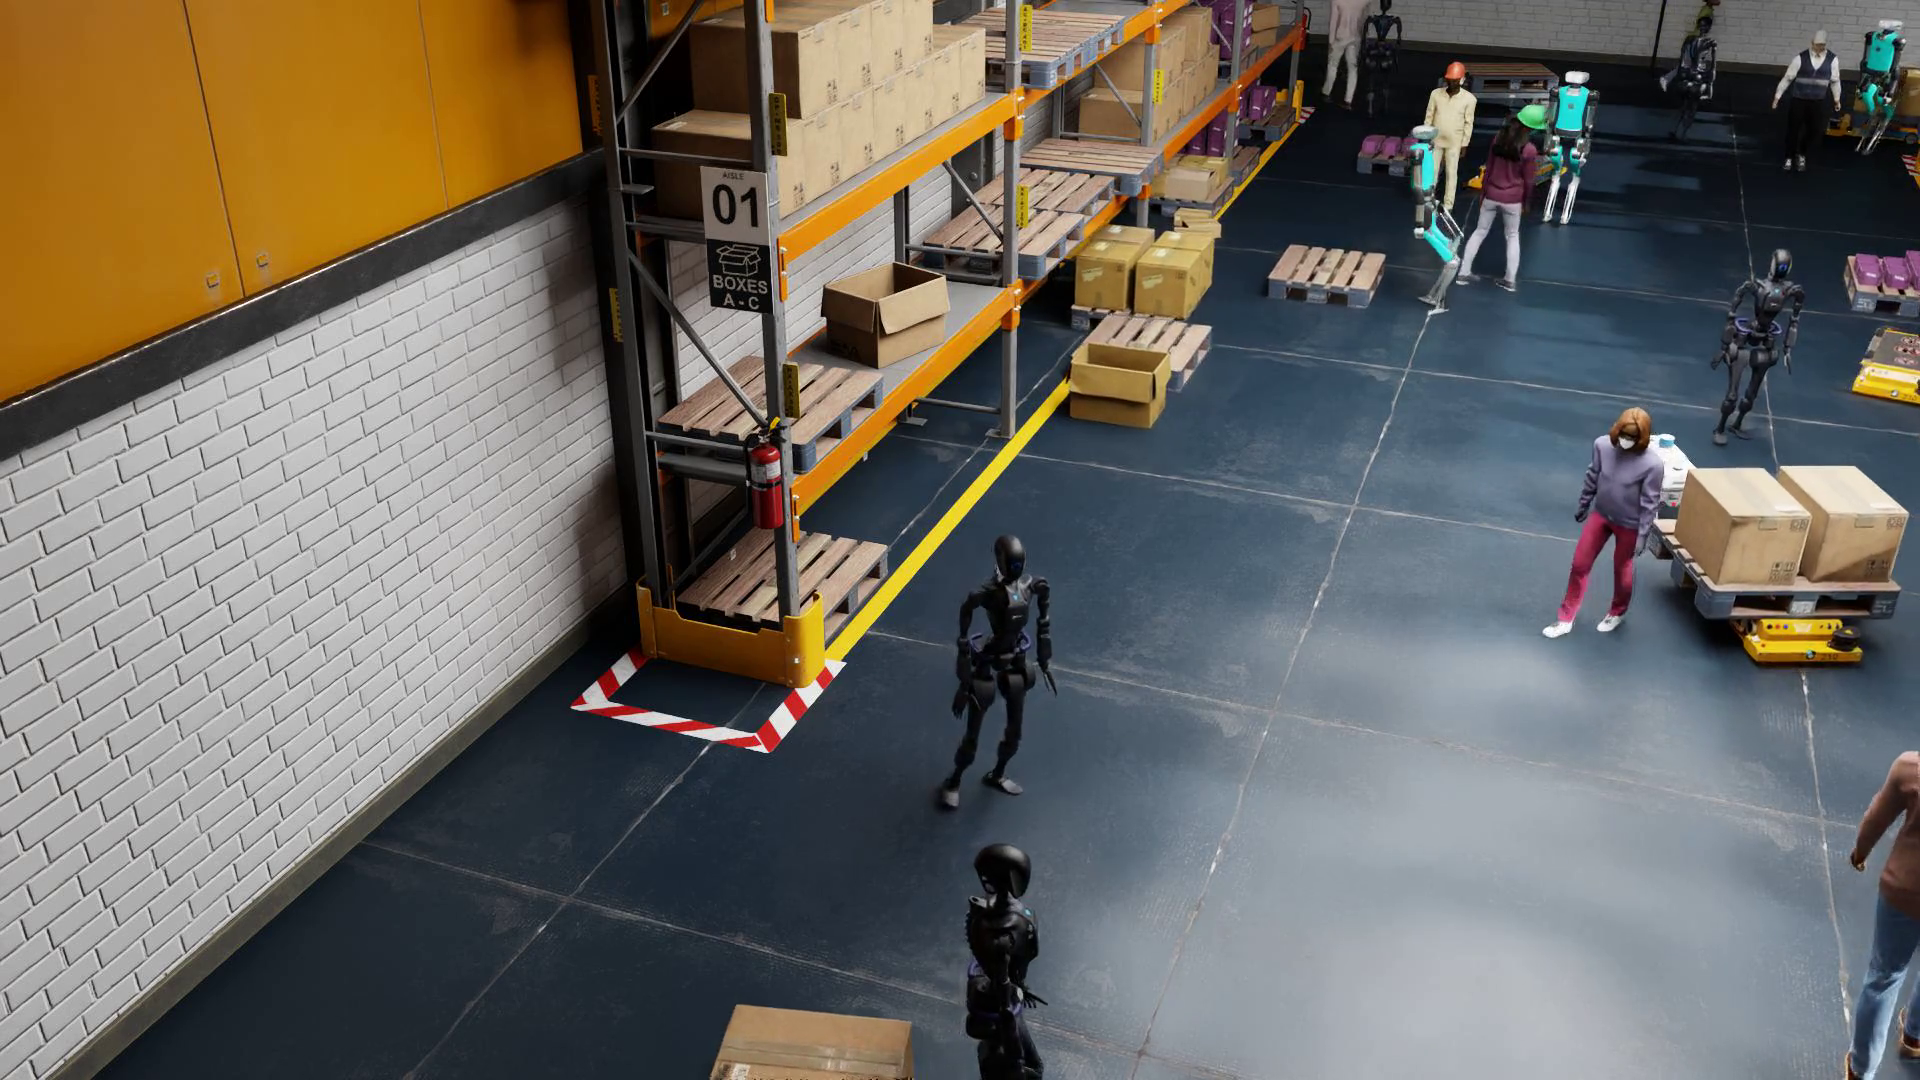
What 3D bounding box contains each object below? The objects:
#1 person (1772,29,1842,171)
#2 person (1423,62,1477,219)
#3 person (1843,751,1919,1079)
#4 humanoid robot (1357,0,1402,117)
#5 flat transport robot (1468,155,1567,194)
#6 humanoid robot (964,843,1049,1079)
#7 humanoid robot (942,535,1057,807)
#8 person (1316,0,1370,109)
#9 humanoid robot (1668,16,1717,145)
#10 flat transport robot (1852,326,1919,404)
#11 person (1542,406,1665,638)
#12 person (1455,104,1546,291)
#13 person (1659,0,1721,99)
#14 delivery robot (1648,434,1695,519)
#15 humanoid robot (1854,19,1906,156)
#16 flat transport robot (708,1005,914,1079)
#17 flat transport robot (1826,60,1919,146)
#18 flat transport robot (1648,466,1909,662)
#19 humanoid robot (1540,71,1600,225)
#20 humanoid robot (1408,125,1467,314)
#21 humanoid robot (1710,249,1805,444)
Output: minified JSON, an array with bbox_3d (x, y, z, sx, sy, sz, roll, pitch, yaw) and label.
[{"bbox_3d":[10.585,-5.480,20.769,0.806,1.738,0.560,9,29,18],"label":"person"},{"bbox_3d":[5.544,-4.569,18.988,0.562,1.755,0.319,17,32,30],"label":"person"},{"bbox_3d":[4.160,1.451,7.092,0.644,1.963,0.799,13,30,24],"label":"person"},{"bbox_3d":[5.920,-6.823,23.465,0.584,1.651,0.502,6,28,12],"label":"humanoid robot"},{"bbox_3d":[6.909,-4.541,20.560,0.659,0.231,1.431,21,34,35],"label":"flat transport robot"},{"bbox_3d":[0.195,1.889,6.539,0.354,1.647,0.585,0,27,1],"label":"humanoid robot"},{"bbox_3d":[0.202,0.689,8.892,0.633,1.641,0.387,-13,30,-24],"label":"humanoid robot"},{"bbox_3d":[5.529,-7.259,24.057,0.659,1.889,0.967,-7,28,-13],"label":"person"},{"bbox_3d":[9.721,-6.083,22.009,0.331,1.644,0.585,-17,32,-29],"label":"humanoid robot"},{"bbox_3d":[8.395,-1.551,14.759,0.659,0.231,1.431,17,32,29],"label":"flat transport robot"},{"bbox_3d":[4.064,-0.094,10.458,0.720,1.600,0.551,-19,33,-32],"label":"person"},{"bbox_3d":[5.429,-3.429,16.630,0.597,1.897,0.459,21,34,34],"label":"person"},{"bbox_3d":[10.818,-7.343,24.540,0.693,1.597,0.535,10,29,19],"label":"person"},{"bbox_3d":[5.217,-0.506,12.410,0.499,0.585,0.777,-1,27,-1],"label":"delivery robot"},{"bbox_3d":[11.895,-5.779,21.405,0.759,1.820,0.552,-13,30,-23],"label":"humanoid robot"},{"bbox_3d":[-0.671,2.759,6.398,1.431,0.231,0.659,-16,31,-28],"label":"flat transport robot"},{"bbox_3d":[12.562,-5.572,22.558,1.431,0.231,0.659,13,30,24],"label":"flat transport robot"},{"bbox_3d":[5.320,0.372,11.028,0.659,0.231,1.431,0,27,0],"label":"flat transport robot"},{"bbox_3d":[6.835,-4.423,18.638,0.530,1.712,0.700,15,31,27],"label":"humanoid robot"},{"bbox_3d":[4.692,-3.091,16.158,0.840,1.786,0.616,12,29,21],"label":"humanoid robot"},{"bbox_3d":[6.319,-1.551,13.243,0.600,1.638,0.440,3,27,6],"label":"humanoid robot"}]
